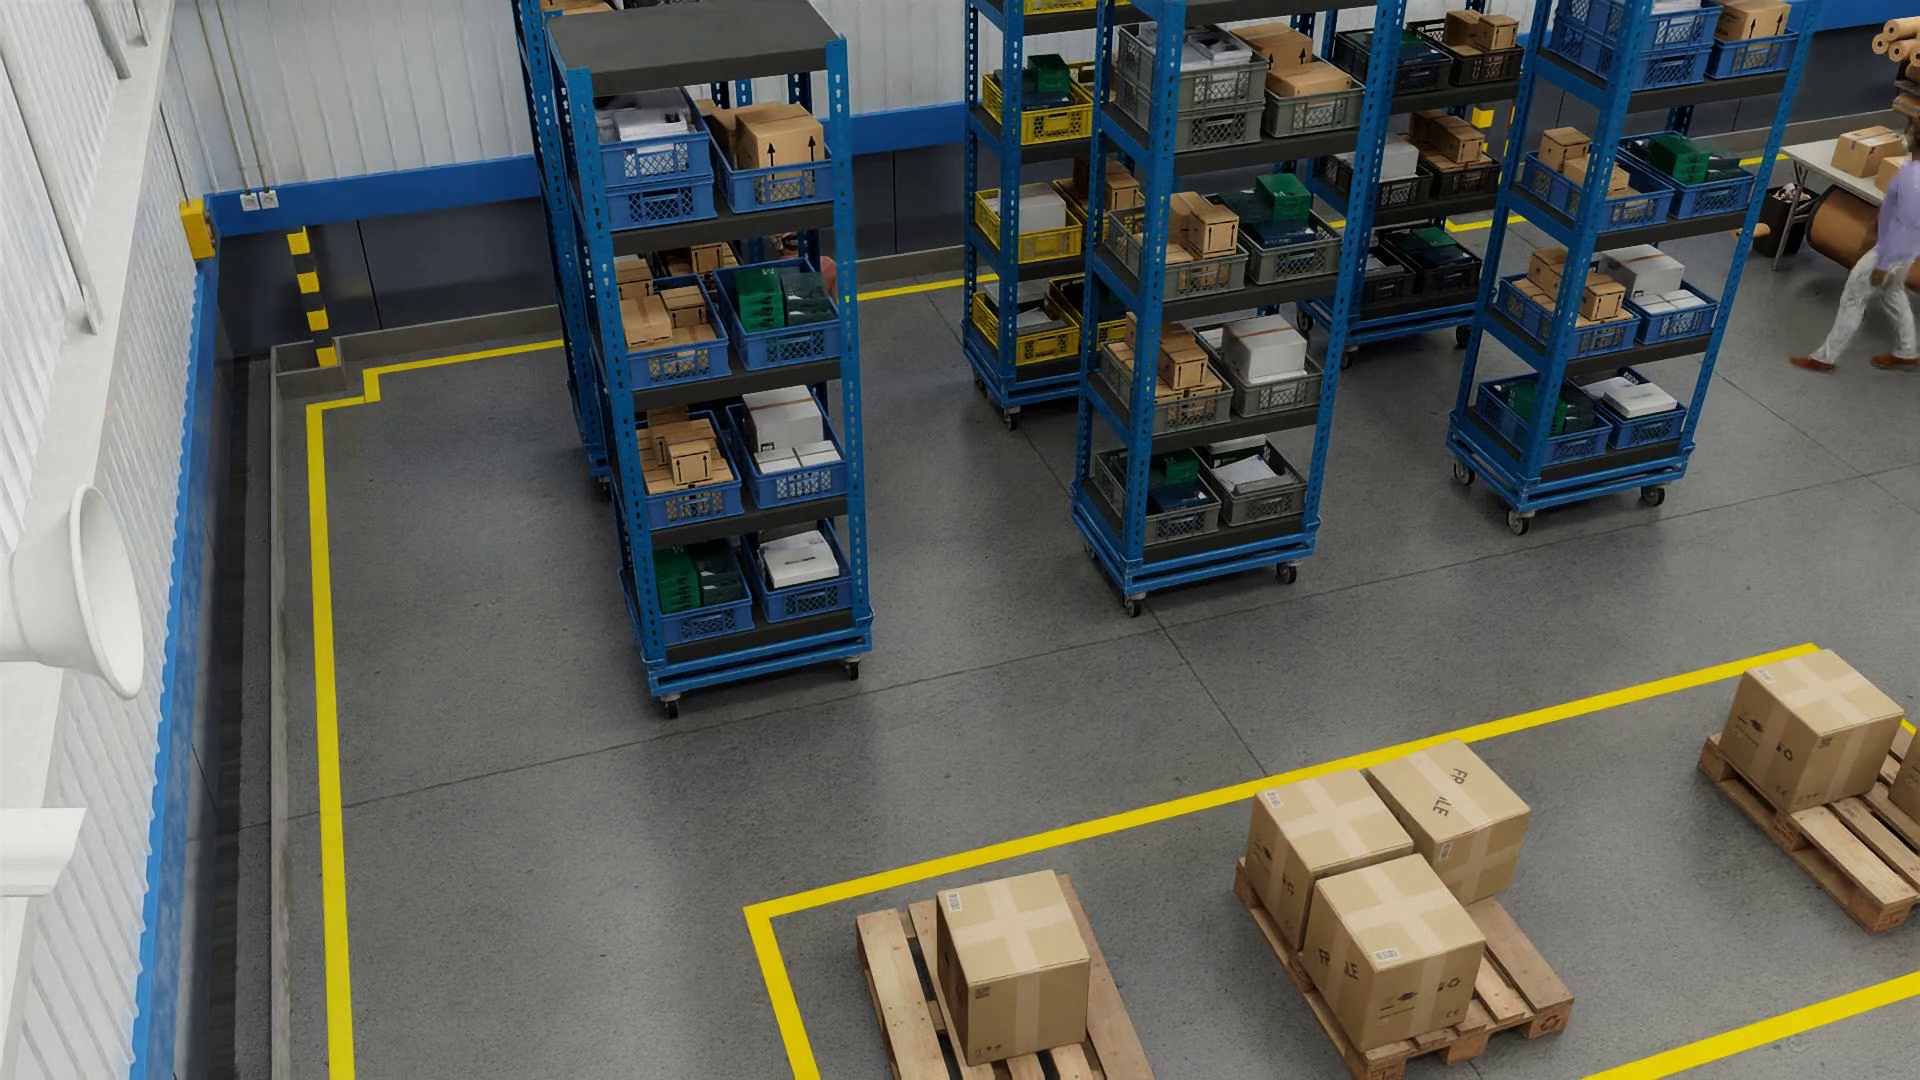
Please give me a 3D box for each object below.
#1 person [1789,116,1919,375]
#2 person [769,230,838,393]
[{"bbox_3d":[6.444,-1.984,11.463,0.679,1.925,0.678,25,42,31],"label":"person"},{"bbox_3d":[-0.999,-1.114,10.145,0.620,1.980,0.408,-30,45,-35],"label":"person"}]
